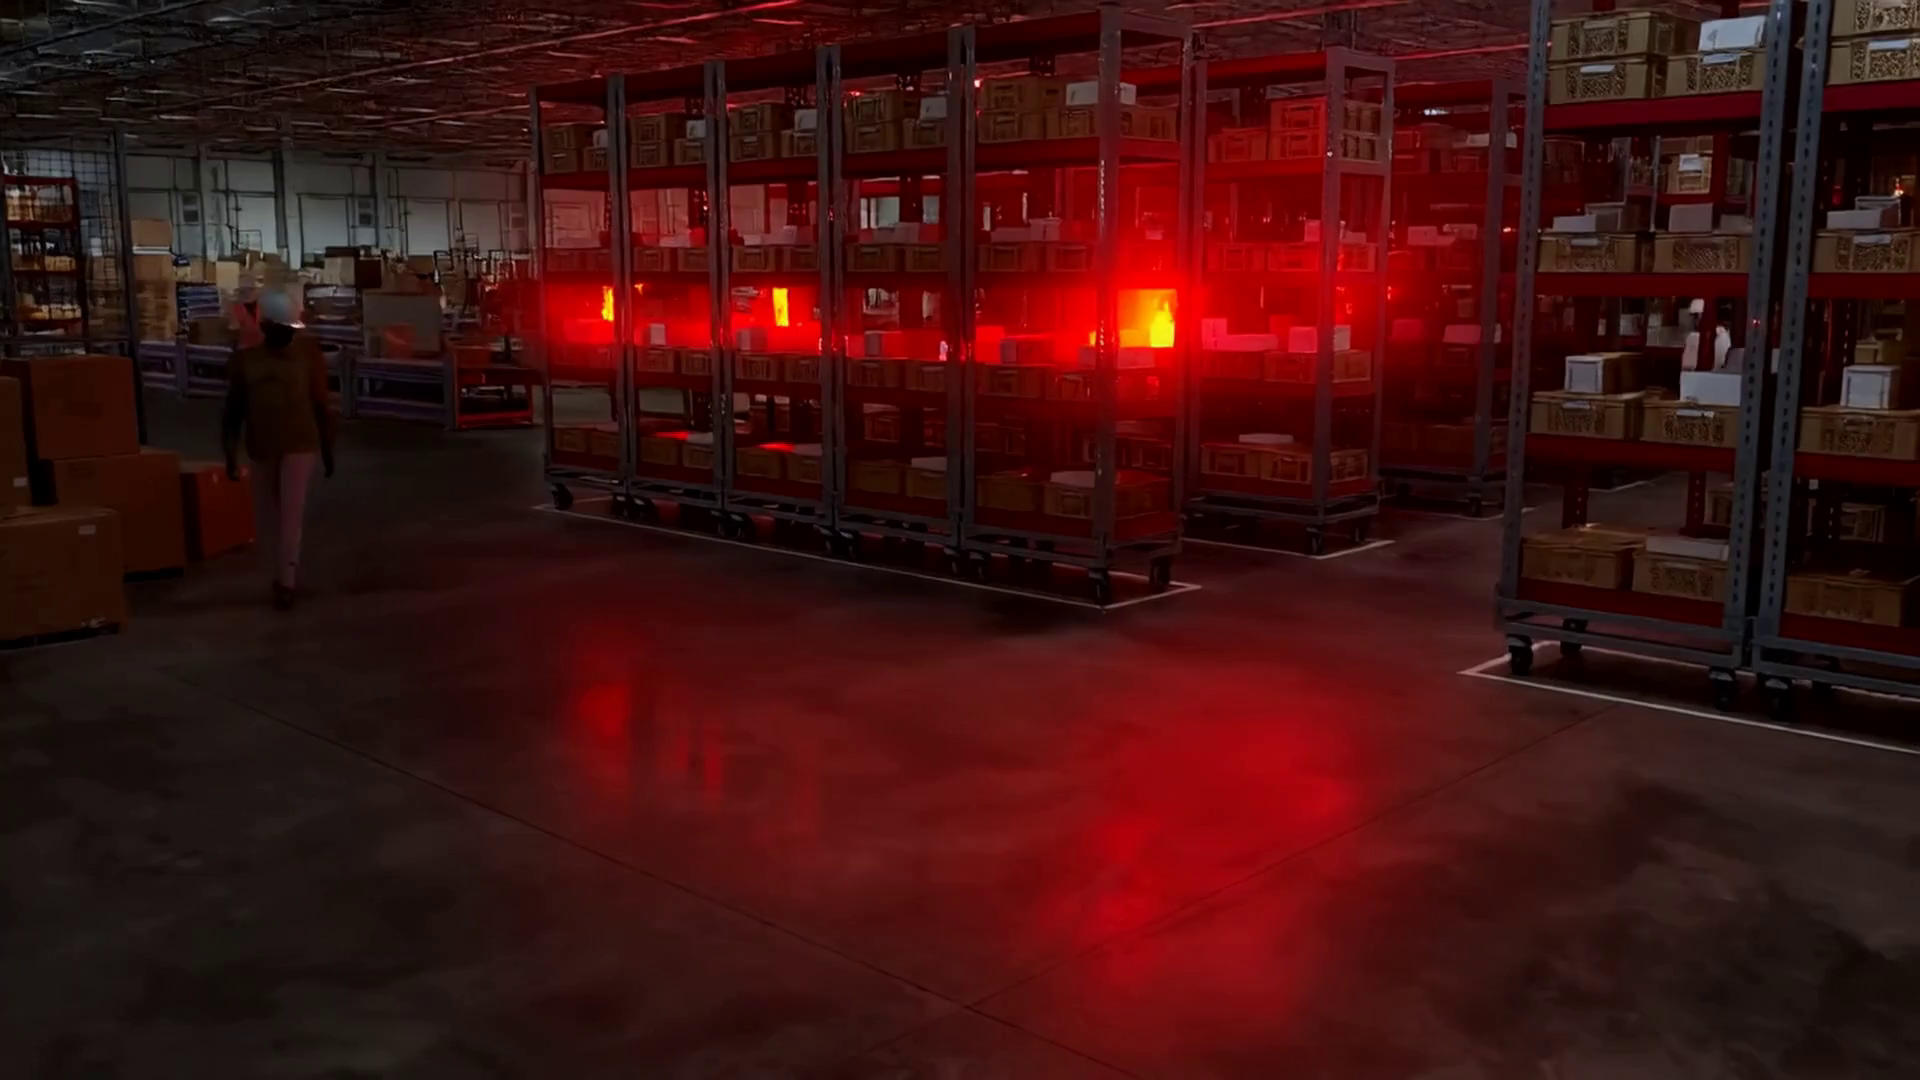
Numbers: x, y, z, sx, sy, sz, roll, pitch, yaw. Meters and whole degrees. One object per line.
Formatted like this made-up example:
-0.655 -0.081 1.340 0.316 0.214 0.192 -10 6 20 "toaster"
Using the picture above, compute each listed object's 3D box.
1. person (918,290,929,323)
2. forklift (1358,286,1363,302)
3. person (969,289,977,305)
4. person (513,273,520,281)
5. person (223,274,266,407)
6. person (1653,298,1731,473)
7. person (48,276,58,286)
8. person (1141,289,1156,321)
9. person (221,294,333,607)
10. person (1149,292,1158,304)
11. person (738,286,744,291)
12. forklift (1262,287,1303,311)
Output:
-0.990 -5.634 41.749 0.403 1.819 0.599 -4 10 -21 "person"
11.100 -7.017 46.970 1.873 2.768 1.129 9 13 43 "forklift"
0.289 -6.904 48.834 0.383 2.041 0.616 3 10 15 "person"
-19.793 -11.054 74.702 0.588 1.908 0.544 -1 9 -8 "person"
-9.604 -2.573 22.398 0.914 2.014 0.612 7 11 36 "person"
7.549 -1.566 16.911 0.911 1.782 0.593 -4 10 -21 "person"
-24.274 -6.103 44.460 0.552 1.879 1.011 6 11 34 "person"
2.425 -2.432 22.120 0.588 1.816 0.799 9 13 43 "person"
-4.303 -0.592 10.522 0.635 1.927 1.072 -2 9 -12 "person"
6.620 -8.100 57.238 0.408 1.682 0.555 8 12 40 "person"
-10.990 -12.614 84.604 0.630 1.790 0.963 4 10 21 "person"
10.769 -8.203 54.240 1.129 2.768 1.873 8 12 42 "forklift"
